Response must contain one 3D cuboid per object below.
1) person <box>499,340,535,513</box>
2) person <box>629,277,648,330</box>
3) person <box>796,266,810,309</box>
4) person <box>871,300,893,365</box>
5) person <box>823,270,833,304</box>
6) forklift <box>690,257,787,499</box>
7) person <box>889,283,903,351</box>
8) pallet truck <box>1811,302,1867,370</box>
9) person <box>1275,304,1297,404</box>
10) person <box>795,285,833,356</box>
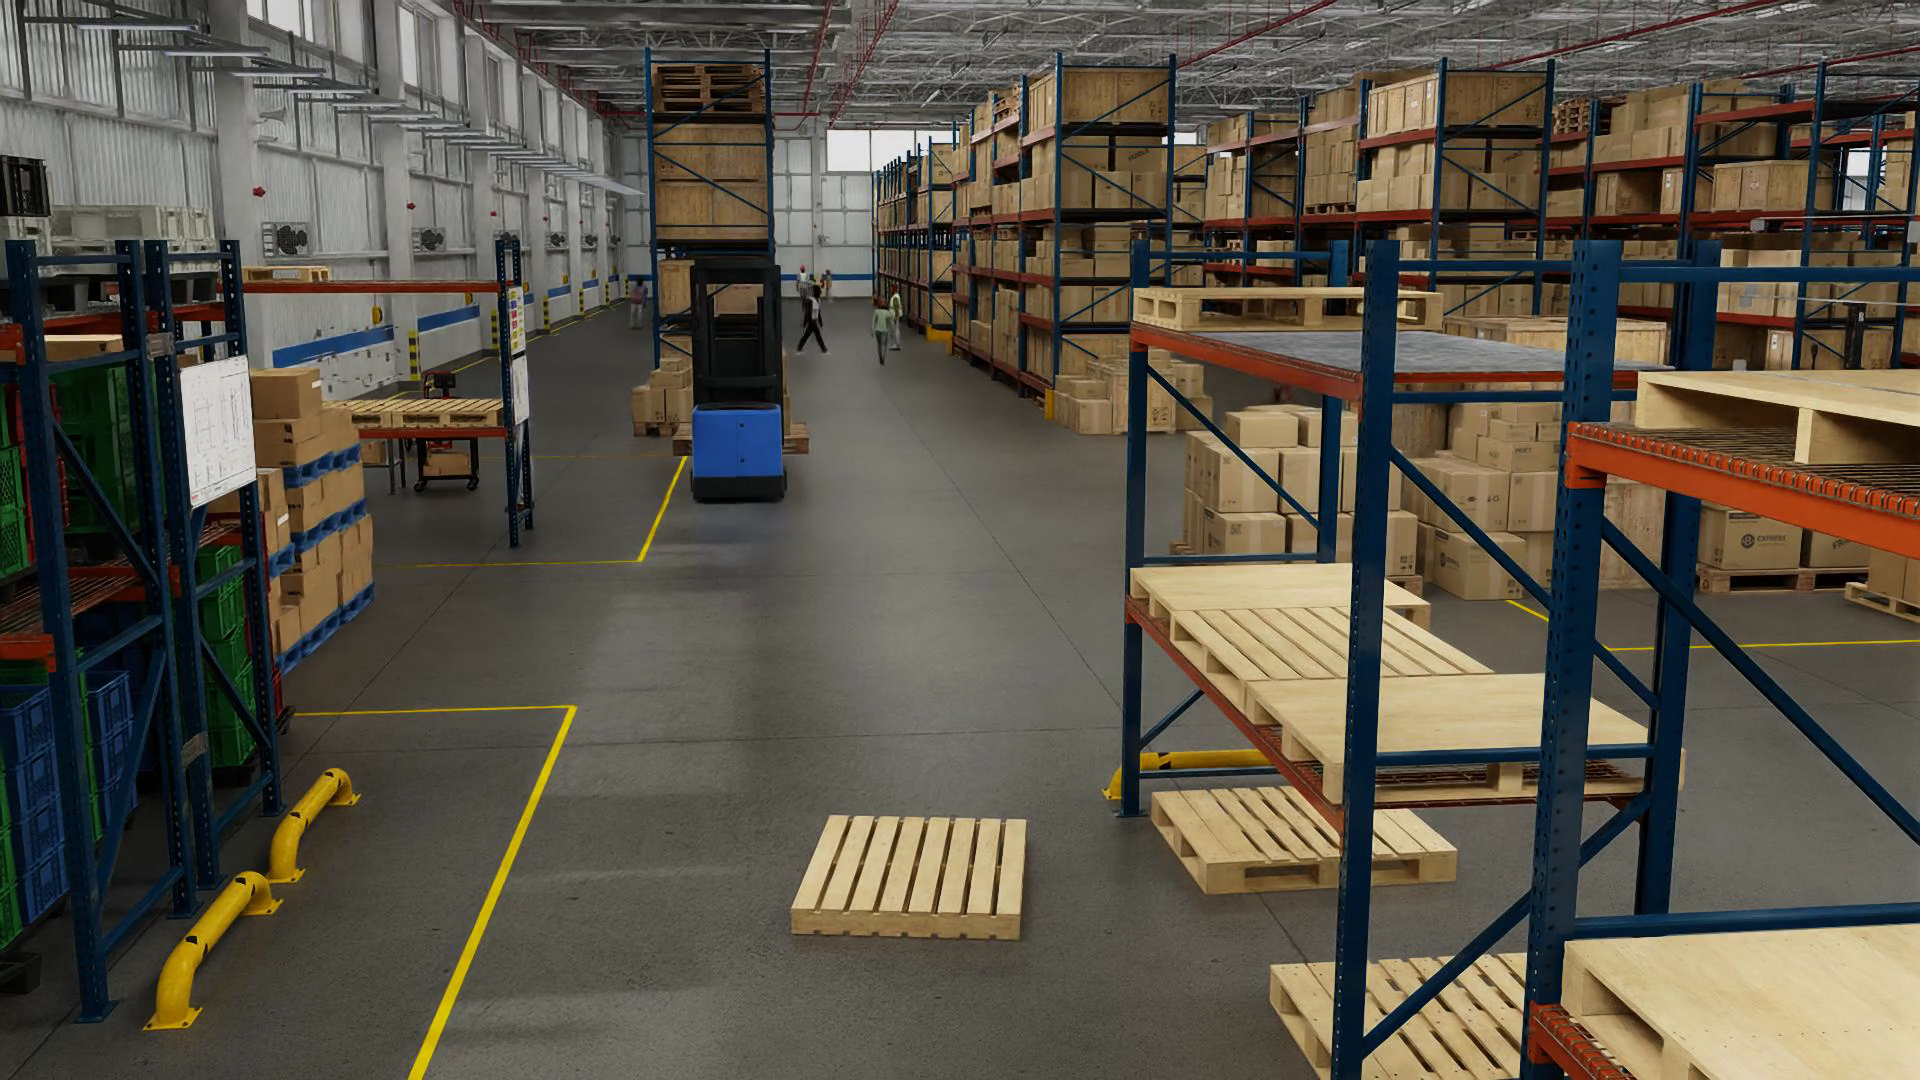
[{"bbox_3d":[-4.952,-1.270,18.587,0.366,1.935,0.630,-1,10,-4],"label":"person"},{"bbox_3d":[-10.869,-7.957,56.044,0.699,1.792,0.641,2,10,11],"label":"person"},{"bbox_3d":[-6.948,-11.147,73.437,0.569,1.888,0.957,-2,10,-12],"label":"person"},{"bbox_3d":[-1.913,-5.088,40.726,0.531,1.583,0.816,1,10,7],"label":"person"},{"bbox_3d":[-6.312,-11.999,78.902,0.652,1.620,0.538,1,10,3],"label":"person"},{"bbox_3d":[-2.665,-1.979,19.899,1.129,2.768,1.873,-1,10,-6],"label":"forklift"},{"bbox_3d":[-1.764,-6.130,45.767,0.384,1.845,0.565,-1,10,-4],"label":"person"},{"bbox_3d":[15.846,-3.142,28.793,1.885,1.965,0.823,2,10,12],"label":"pallet truck"},{"bbox_3d":[5.907,-3.324,30.107,0.654,1.890,0.646,-6,12,-28],"label":"person"},{"bbox_3d":[-3.891,-5.778,43.850,1.098,1.858,0.606,3,11,14],"label":"person"}]
